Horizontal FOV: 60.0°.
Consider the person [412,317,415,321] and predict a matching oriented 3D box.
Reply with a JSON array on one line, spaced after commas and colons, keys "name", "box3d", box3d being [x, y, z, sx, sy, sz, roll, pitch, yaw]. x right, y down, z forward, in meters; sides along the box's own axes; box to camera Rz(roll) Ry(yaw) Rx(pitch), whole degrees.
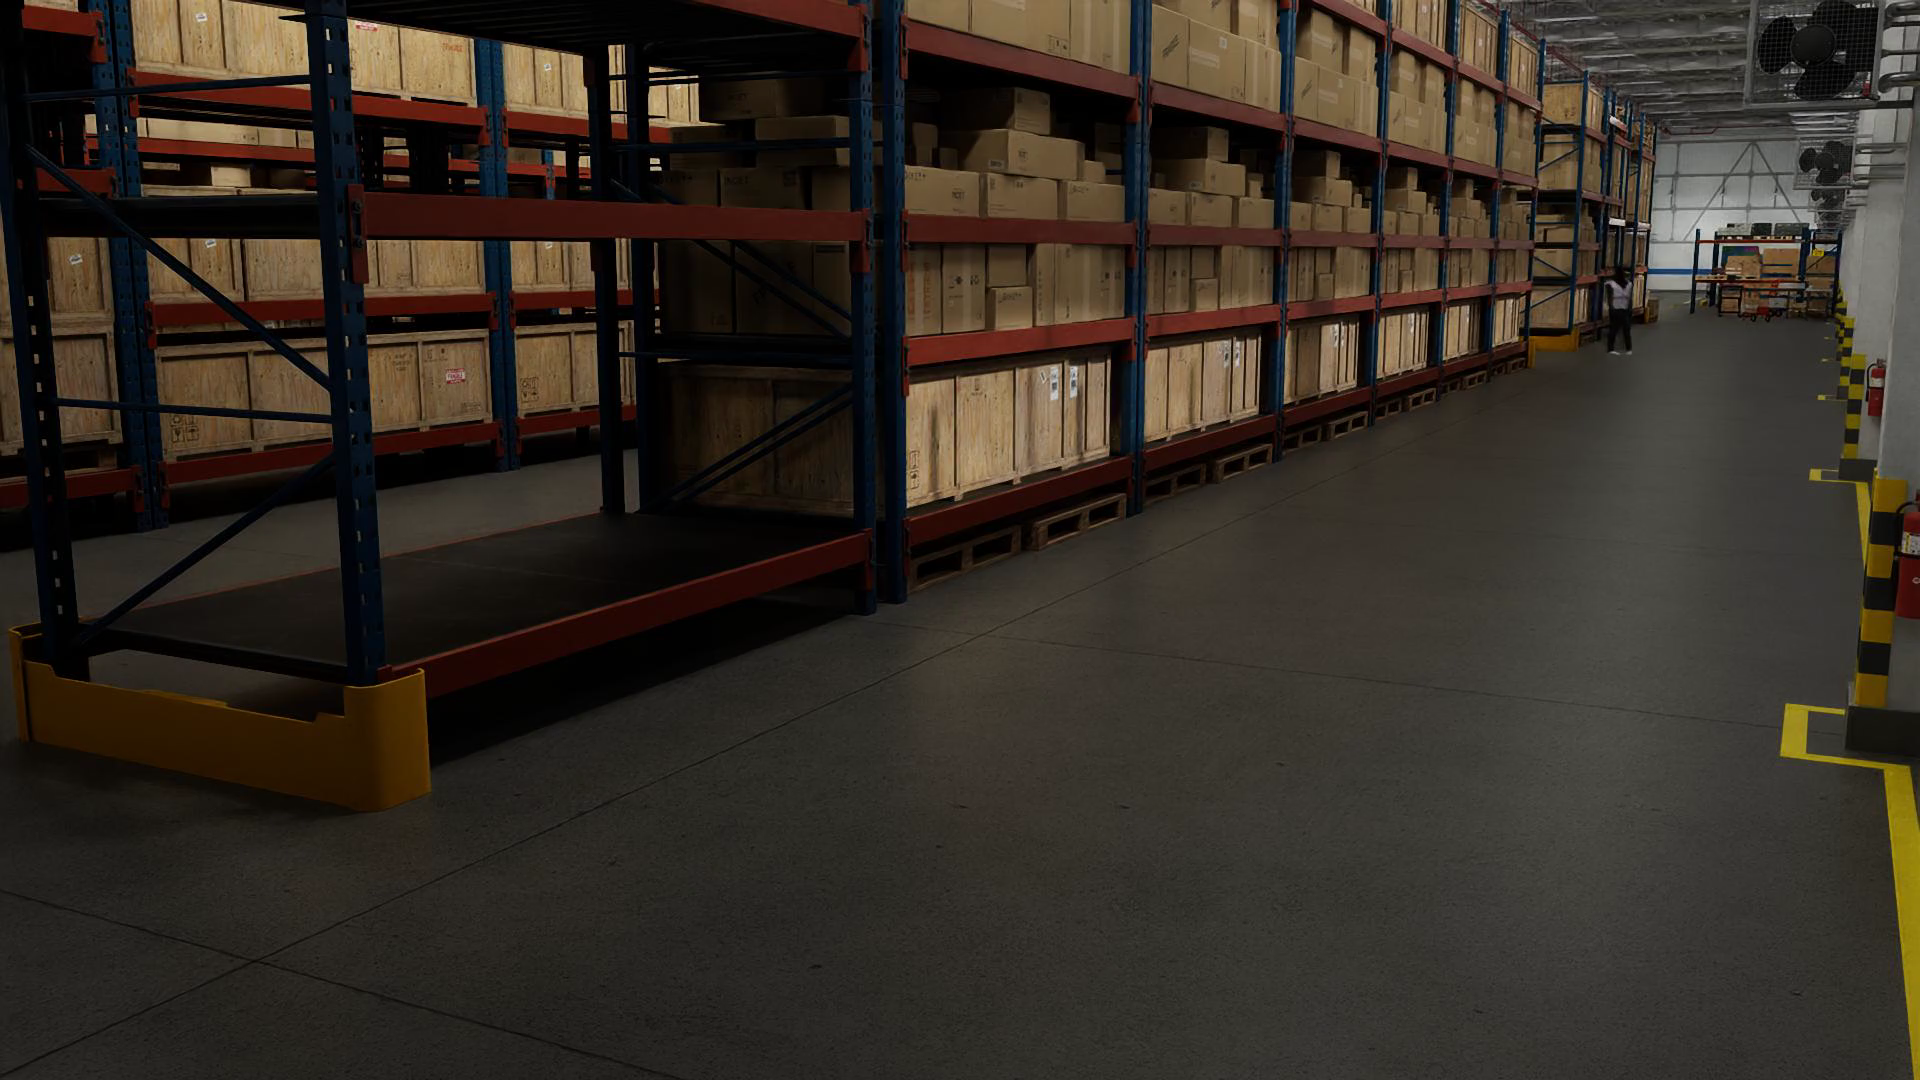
[{"name": "person", "box3d": [-9.957, -4.052, 31.027, 0.526, 1.769, 0.328, -3, 10, -16]}]

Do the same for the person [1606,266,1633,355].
[{"name": "person", "box3d": [14.075, -4.884, 35.468, 0.591, 1.896, 0.471, -2, 10, -9]}]
